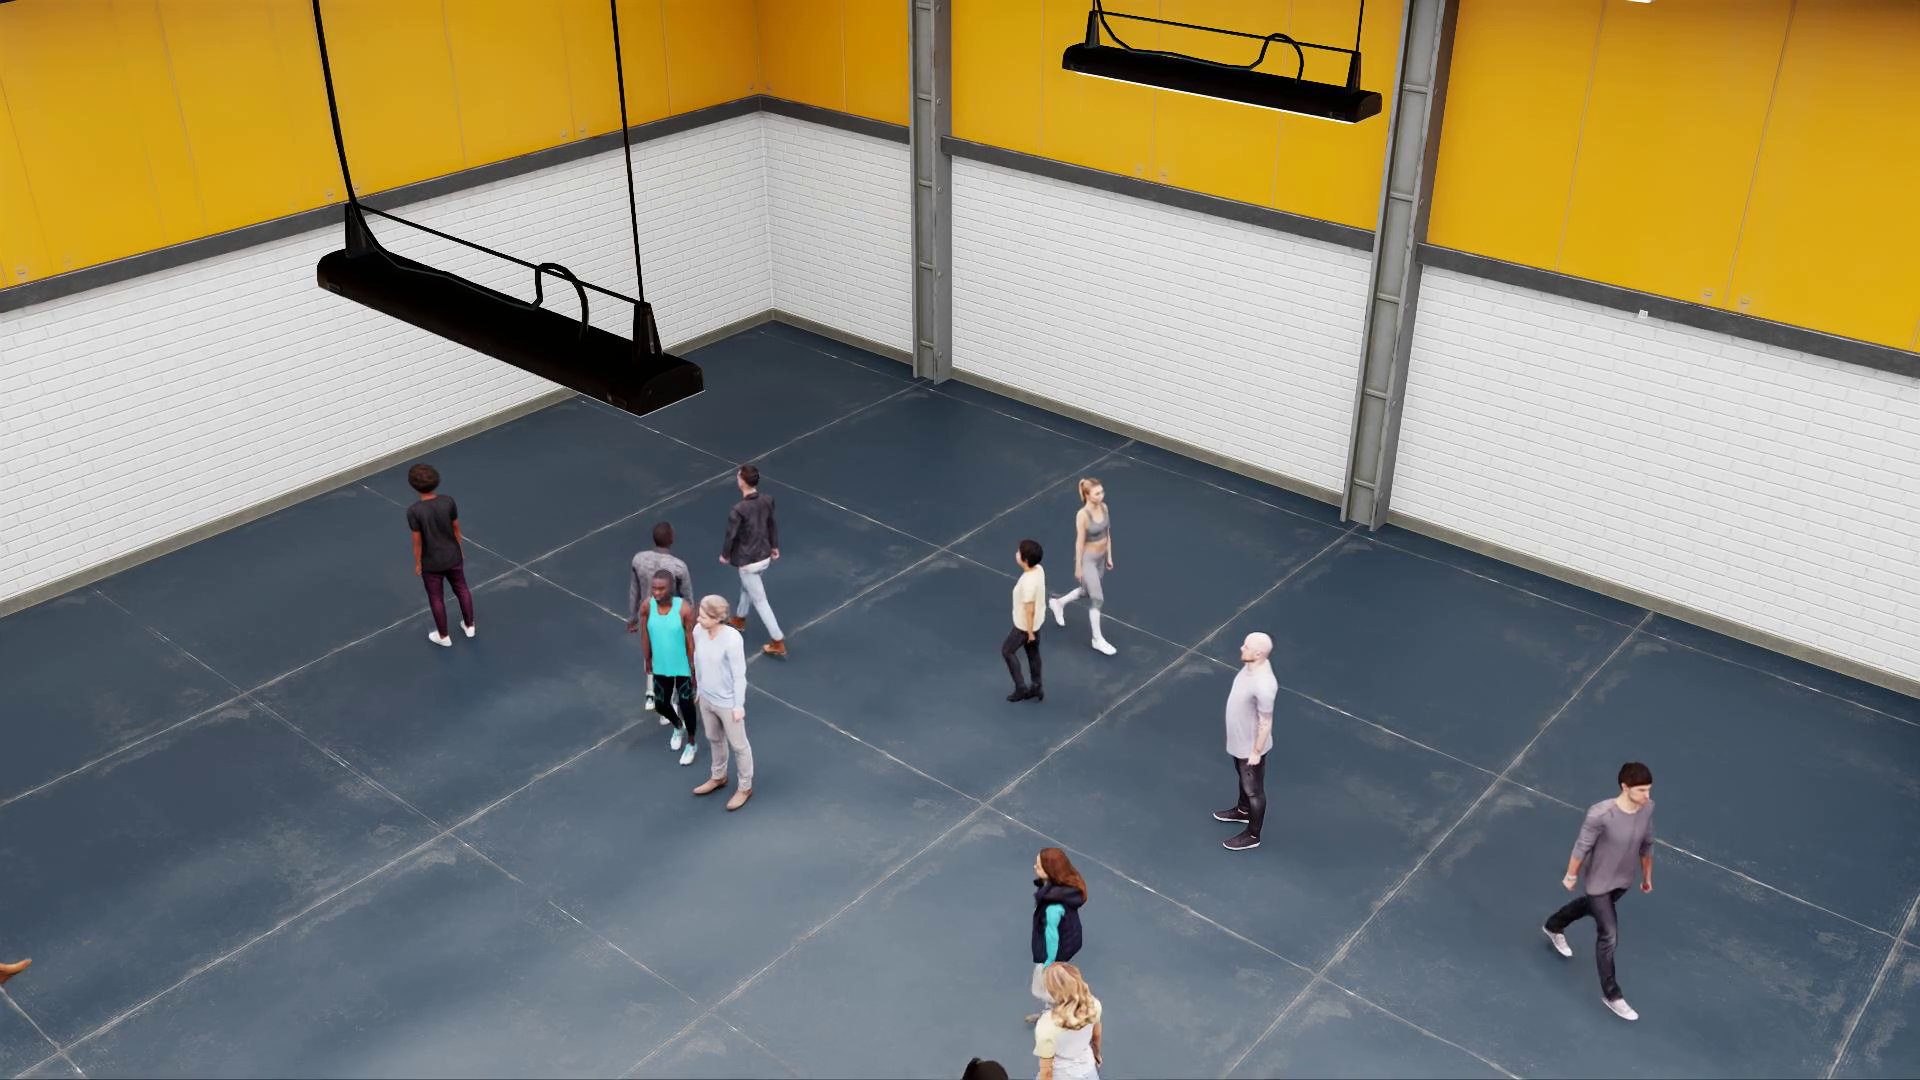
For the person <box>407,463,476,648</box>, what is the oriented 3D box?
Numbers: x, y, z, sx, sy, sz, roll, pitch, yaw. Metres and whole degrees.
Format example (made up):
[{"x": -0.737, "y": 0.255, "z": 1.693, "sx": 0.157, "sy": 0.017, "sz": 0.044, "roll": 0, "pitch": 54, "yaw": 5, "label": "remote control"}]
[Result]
[{"x": -4.717, "y": 0.126, "z": 15.057, "sx": 0.653, "sy": 1.780, "sz": 0.587, "roll": -24, "pitch": 37, "yaw": -37, "label": "person"}]

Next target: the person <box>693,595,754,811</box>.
[{"x": -1.847, "y": 1.224, "z": 12.930, "sx": 0.498, "sy": 1.889, "sz": 0.708, "roll": 21, "pitch": 35, "yaw": 33, "label": "person"}]

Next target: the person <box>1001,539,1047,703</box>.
[{"x": 0.647, "y": 0.716, "z": 14.187, "sx": 0.688, "sy": 1.577, "sz": 0.674, "roll": 10, "pitch": 30, "yaw": 17, "label": "person"}]

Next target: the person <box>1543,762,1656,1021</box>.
[{"x": 4.296, "y": 2.219, "z": 11.195, "sx": 1.034, "sy": 1.803, "sz": 1.296, "roll": -12, "pitch": 31, "yaw": -21, "label": "person"}]

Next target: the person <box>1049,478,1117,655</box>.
[{"x": 1.128, "y": 0.181, "z": 15.057, "sx": 1.027, "sy": 1.682, "sz": 0.571, "roll": 21, "pitch": 35, "yaw": 33, "label": "person"}]

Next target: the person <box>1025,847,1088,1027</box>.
[{"x": 0.664, "y": 2.621, "z": 10.787, "sx": 0.789, "sy": 1.488, "sz": 0.730, "roll": 2, "pitch": 29, "yaw": 3, "label": "person"}]

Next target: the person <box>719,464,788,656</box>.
[{"x": -1.794, "y": 0.220, "z": 14.865, "sx": 1.124, "sy": 1.798, "sz": 0.725, "roll": 18, "pitch": 33, "yaw": 29, "label": "person"}]

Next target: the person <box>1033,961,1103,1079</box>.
[{"x": 0.684, "y": 3.173, "z": 9.583, "sx": 0.927, "sy": 1.672, "sz": 1.259, "roll": -15, "pitch": 32, "yaw": -26, "label": "person"}]

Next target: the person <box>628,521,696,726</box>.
[{"x": -2.548, "y": 0.746, "z": 13.889, "sx": 0.812, "sy": 1.809, "sz": 0.915, "roll": 6, "pitch": 29, "yaw": 10, "label": "person"}]

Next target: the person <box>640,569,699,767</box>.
[{"x": -2.273, "y": 0.974, "z": 13.483, "sx": 0.761, "sy": 1.797, "sz": 0.851, "roll": 4, "pitch": 29, "yaw": 7, "label": "person"}]

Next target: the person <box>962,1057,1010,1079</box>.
[{"x": 0.086, "y": 3.439, "z": 9.142, "sx": 0.634, "sy": 1.627, "sz": 0.678, "roll": -18, "pitch": 33, "yaw": -30, "label": "person"}]

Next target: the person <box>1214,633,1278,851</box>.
[{"x": 2.178, "y": 1.483, "z": 12.508, "sx": 0.814, "sy": 1.837, "sz": 0.759, "roll": -2, "pitch": 29, "yaw": -3, "label": "person"}]
